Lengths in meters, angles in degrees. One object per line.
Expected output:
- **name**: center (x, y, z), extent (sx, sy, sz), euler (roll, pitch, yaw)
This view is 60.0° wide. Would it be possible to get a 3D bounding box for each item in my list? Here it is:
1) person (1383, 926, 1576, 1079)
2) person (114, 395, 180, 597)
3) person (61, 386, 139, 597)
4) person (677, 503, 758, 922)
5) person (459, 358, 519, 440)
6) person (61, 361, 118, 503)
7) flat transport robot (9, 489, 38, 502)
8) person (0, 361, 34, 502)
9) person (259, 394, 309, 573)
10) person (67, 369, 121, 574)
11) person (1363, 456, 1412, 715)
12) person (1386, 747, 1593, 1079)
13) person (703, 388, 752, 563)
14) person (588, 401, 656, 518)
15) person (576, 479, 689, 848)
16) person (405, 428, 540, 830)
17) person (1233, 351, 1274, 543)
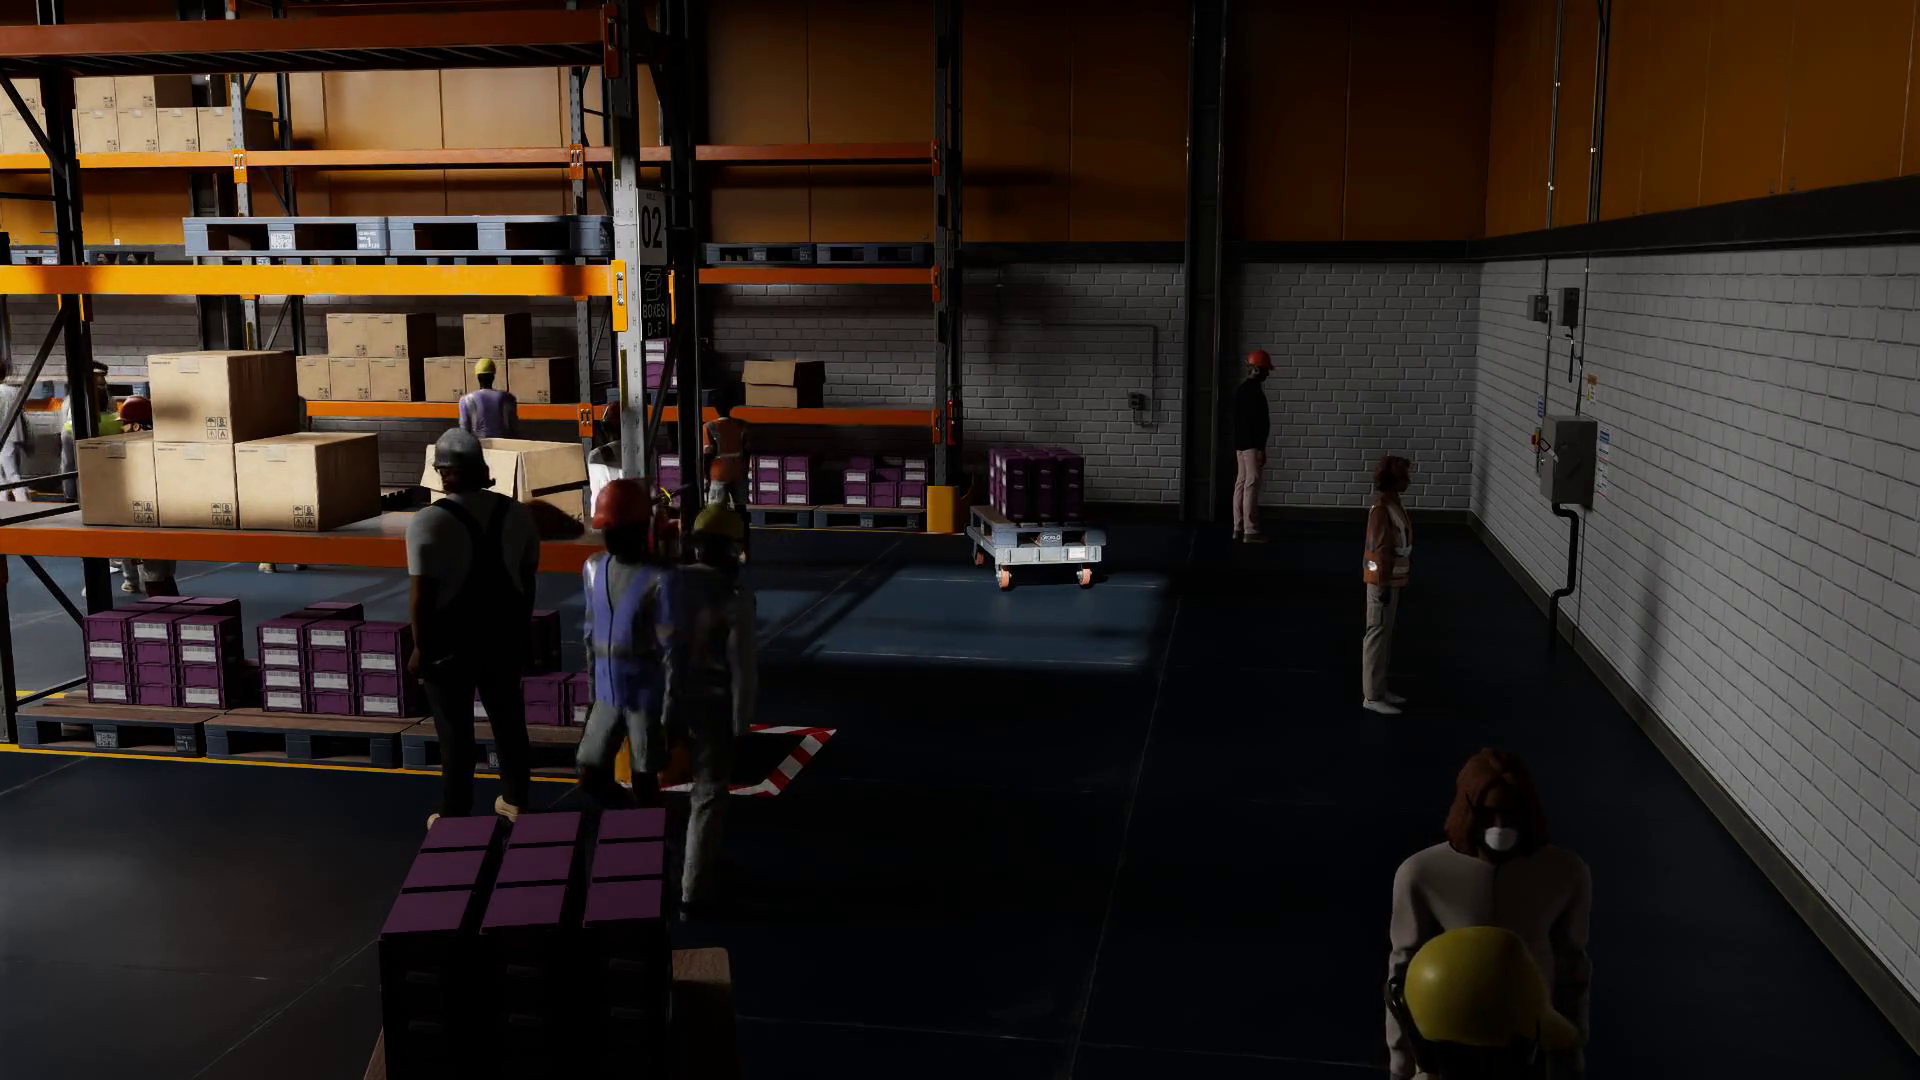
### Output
- **person**: center (0.805, 1.481, 2.742), extent (0.316, 1.769, 0.523), euler (2, 9, 12)
- **person**: center (-5.696, -0.047, 11.692), extent (0.359, 1.939, 0.542), euler (-1, 9, -7)
- **person**: center (-7.397, -0.420, 14.345), extent (0.631, 1.835, 0.429), euler (-9, 12, -43)
- **person**: center (-1.138, 0.737, 7.331), extent (0.615, 1.777, 0.596), euler (7, 12, 39)
- **person**: center (-4.805, -0.892, 16.980), extent (0.594, 1.922, 0.387), euler (-5, 10, -29)
- **person**: center (-8.785, -0.845, 16.698), extent (0.832, 1.931, 0.620), euler (4, 10, 23)
- **flat transport robot**: center (-11.532, -0.507, 19.704), extent (0.652, 0.197, 1.431), euler (-2, 9, -11)
- **person**: center (-10.496, -1.042, 18.171), extent (0.723, 1.832, 0.691), euler (0, 9, 3)
- **person**: center (-6.378, -0.713, 15.500), extent (0.615, 2.042, 0.372), euler (-6, 11, -33)
- **person**: center (-8.033, -0.643, 15.497), extent (0.402, 1.904, 0.651), euler (-3, 10, -18)
- **person**: center (2.717, 0.278, 10.603), extent (0.307, 1.641, 0.513), euler (4, 10, 21)
- **person**: center (1.338, 1.312, 4.241), extent (0.507, 1.624, 0.295), euler (1, 9, 3)
- **person**: center (-2.220, -0.596, 15.841), extent (0.534, 1.697, 0.322), euler (-6, 11, -35)
- **person**: center (-2.419, -0.056, 11.918), extent (0.339, 1.882, 0.584), euler (7, 12, 38)
- **person**: center (-1.436, 0.682, 7.234), extent (0.567, 1.918, 0.399), euler (5, 11, 29)
- **person**: center (-2.467, 0.448, 8.305), extent (0.537, 2.000, 0.689), euler (9, 13, 44)
- **person**: center (3.046, -0.968, 17.261), extent (0.393, 1.985, 0.611), euler (-2, 9, -10)
